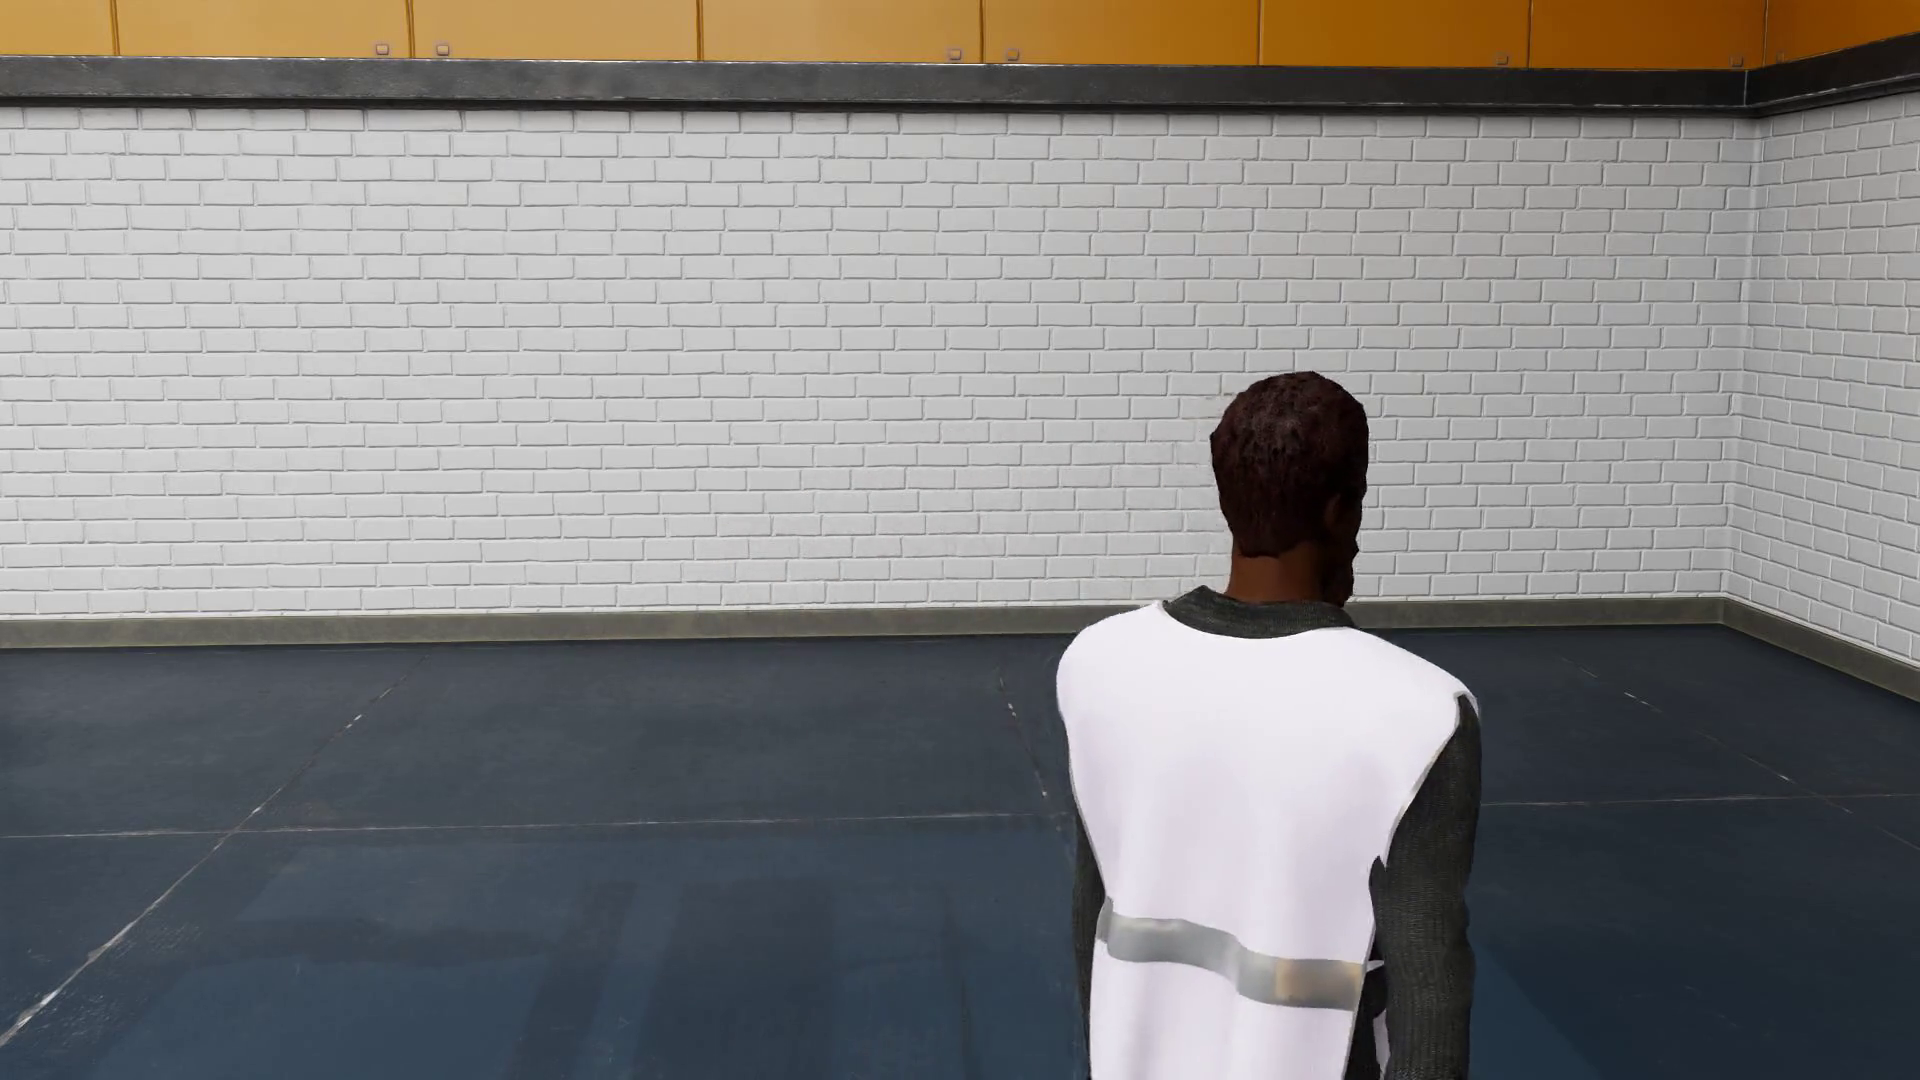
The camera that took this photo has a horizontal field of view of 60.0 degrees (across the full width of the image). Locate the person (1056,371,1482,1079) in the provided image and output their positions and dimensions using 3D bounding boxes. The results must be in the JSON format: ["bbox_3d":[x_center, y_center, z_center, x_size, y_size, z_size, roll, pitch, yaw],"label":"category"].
[{"bbox_3d":[0.389,0.733,2.200,0.592,1.904,0.446,7,11,36],"label":"person"}]
